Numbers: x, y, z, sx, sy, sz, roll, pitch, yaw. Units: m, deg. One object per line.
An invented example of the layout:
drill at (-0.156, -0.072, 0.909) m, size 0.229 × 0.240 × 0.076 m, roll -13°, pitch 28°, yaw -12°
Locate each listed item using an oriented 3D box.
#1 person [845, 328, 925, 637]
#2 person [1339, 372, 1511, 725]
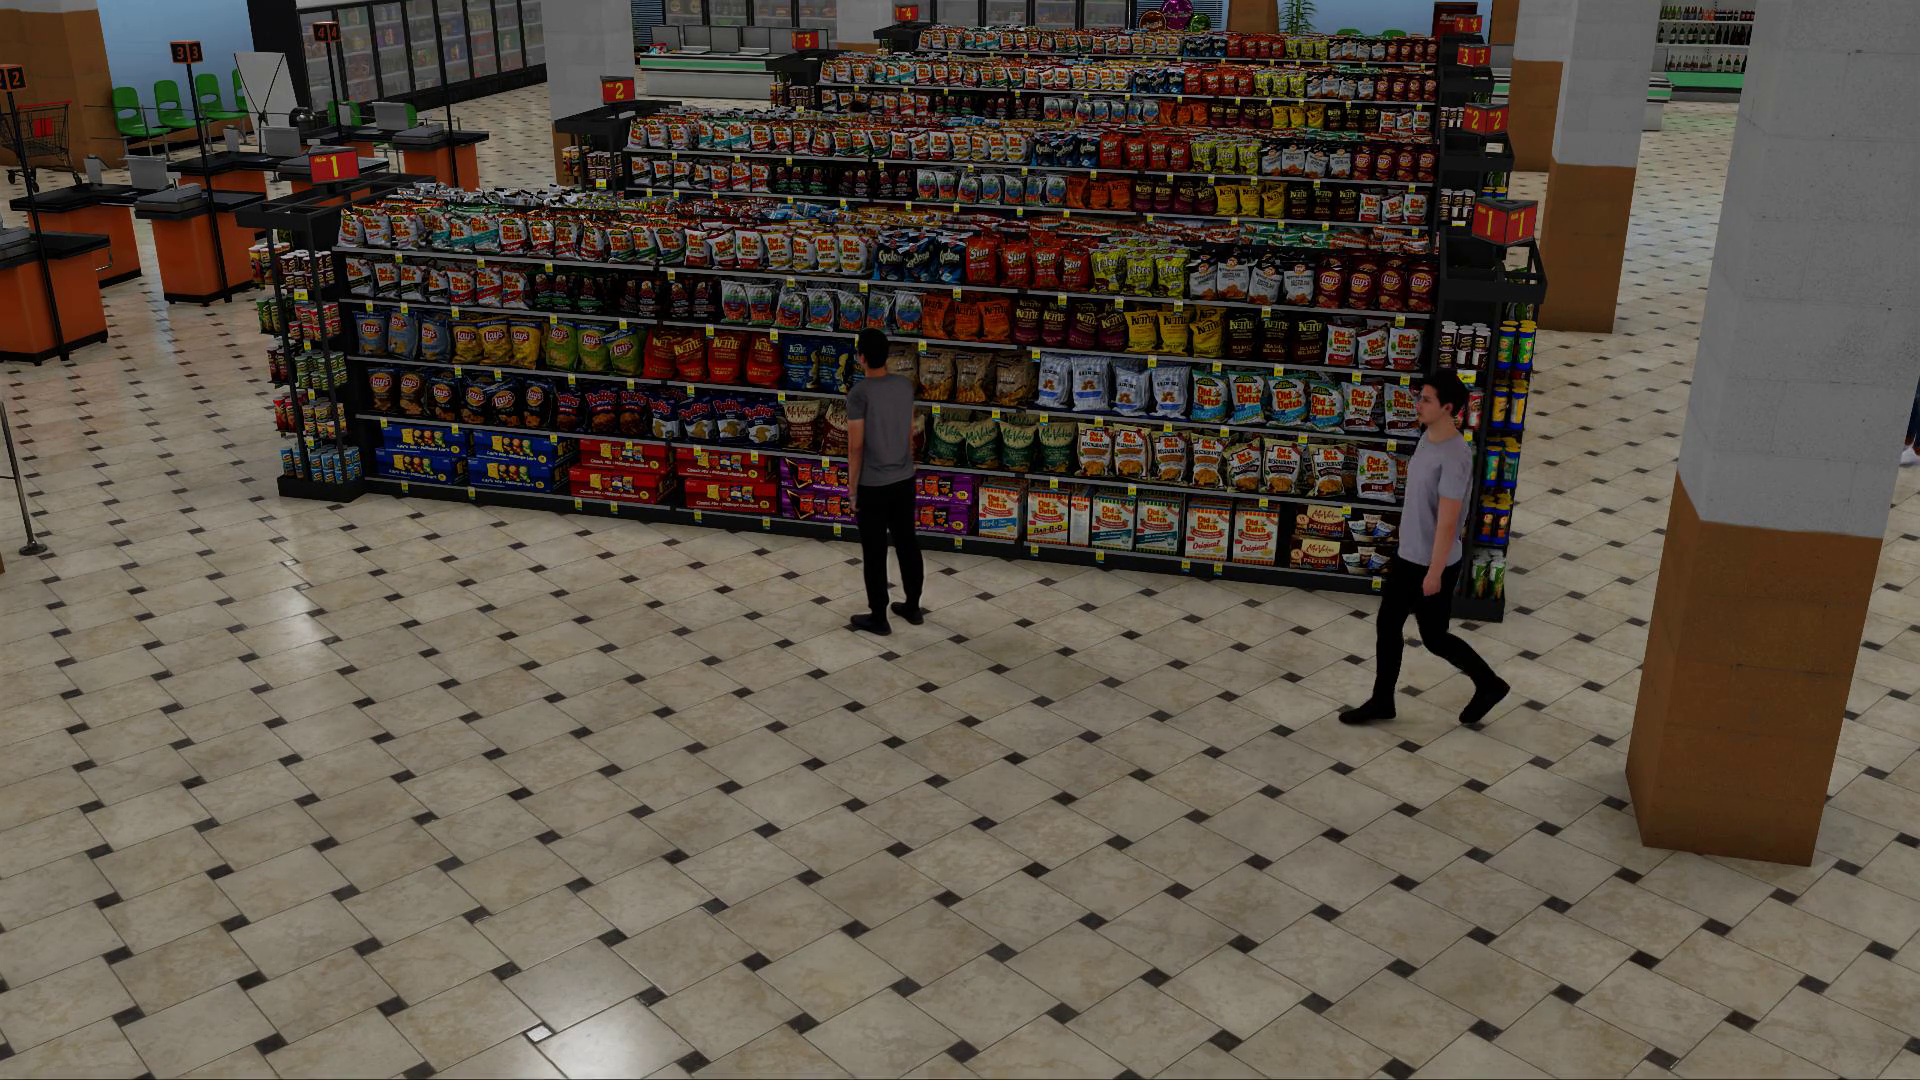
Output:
person at (-0.420, -0.329, 9.341) m, size 0.697 × 1.748 × 0.724 m, roll -17°, pitch 28°, yaw -36°
person at (2.391, 0.098, 8.146) m, size 1.168 × 1.848 × 0.935 m, roll -3°, pitch 22°, yaw -7°
